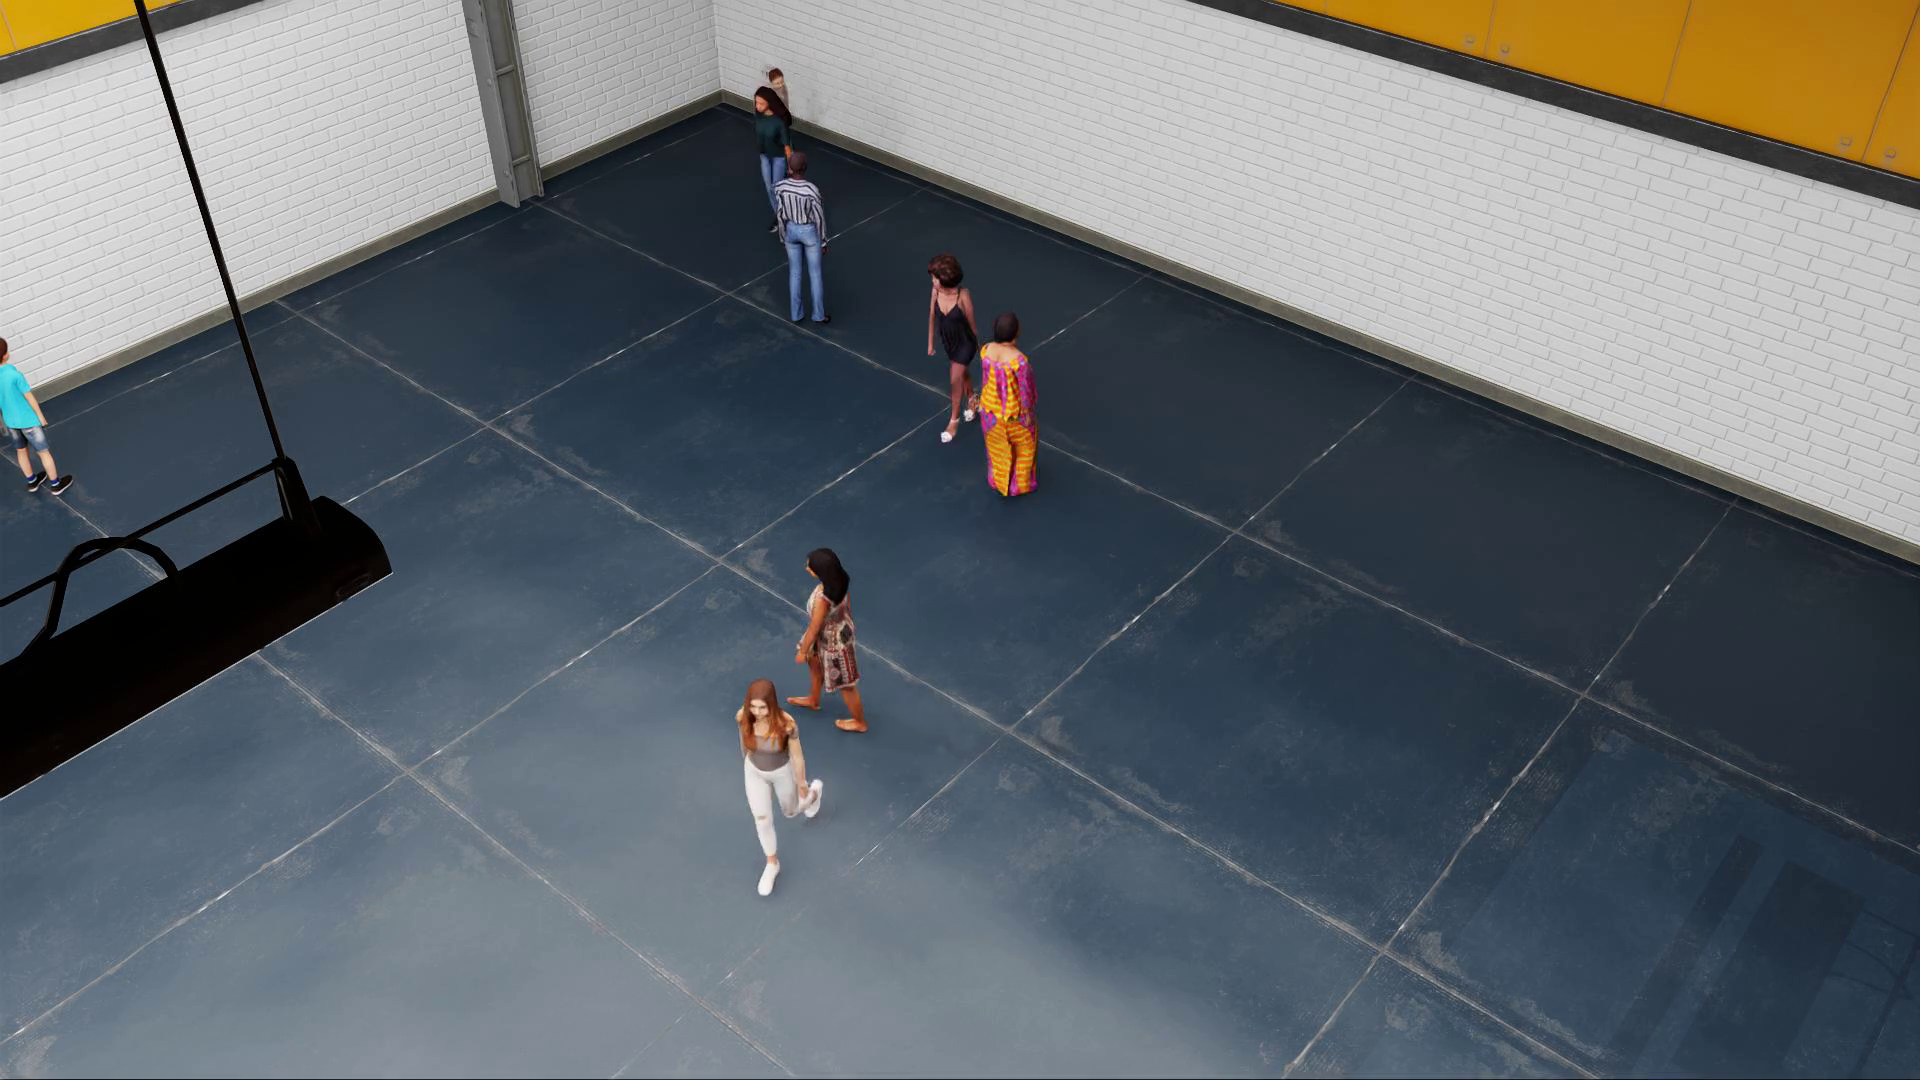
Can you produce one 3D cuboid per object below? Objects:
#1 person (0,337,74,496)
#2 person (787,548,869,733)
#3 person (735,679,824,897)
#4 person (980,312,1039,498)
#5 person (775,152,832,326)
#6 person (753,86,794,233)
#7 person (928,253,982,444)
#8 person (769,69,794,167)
[{"bbox_3d":[-7.760,-1.025,13.724,0.585,1.447,0.603,7,39,9],"label":"person"},{"bbox_3d":[-0.780,0.724,11.397,0.911,1.619,0.916,7,39,9],"label":"person"},{"bbox_3d":[-1.142,1.418,10.470,0.890,1.691,1.125,10,40,12],"label":"person"},{"bbox_3d":[0.367,-1.114,13.662,0.695,1.665,0.665,31,48,32],"label":"person"},{"bbox_3d":[-1.478,-2.829,15.704,0.692,1.796,0.664,10,40,13],"label":"person"},{"bbox_3d":[-1.874,-4.005,17.341,0.575,1.590,0.764,27,46,30],"label":"person"},{"bbox_3d":[0.037,-1.713,14.344,0.586,1.750,0.863,19,42,22],"label":"person"},{"bbox_3d":[-2.070,-4.754,18.621,0.581,1.164,0.670,26,45,29],"label":"person"}]
